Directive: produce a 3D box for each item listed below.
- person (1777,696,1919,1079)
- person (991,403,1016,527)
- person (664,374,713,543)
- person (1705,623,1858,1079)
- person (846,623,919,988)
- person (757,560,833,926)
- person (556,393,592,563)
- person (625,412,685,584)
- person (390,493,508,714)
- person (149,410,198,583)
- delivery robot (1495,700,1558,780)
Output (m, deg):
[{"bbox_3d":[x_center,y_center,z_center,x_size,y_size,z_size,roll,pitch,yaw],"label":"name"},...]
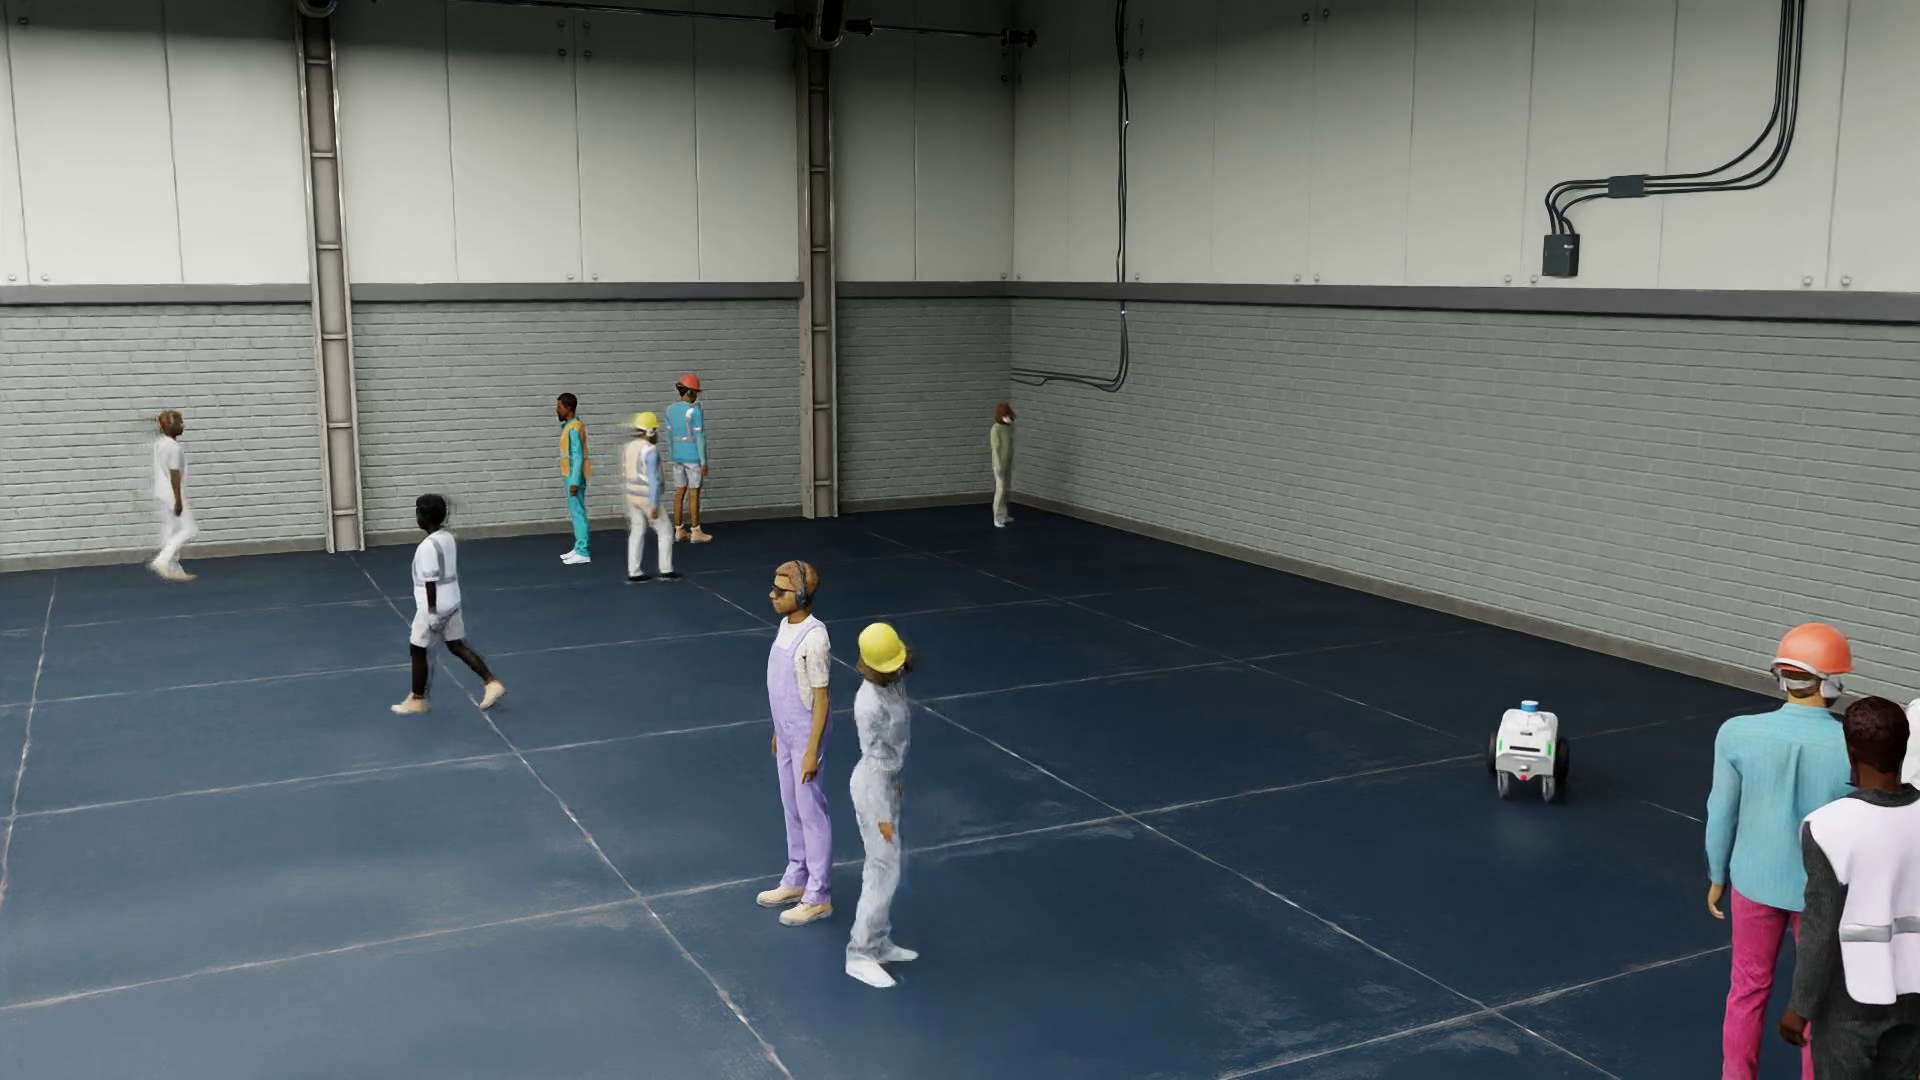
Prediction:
[{"bbox_3d":[2.960,1.460,5.425,0.589,1.915,0.399,-3,10,-16],"label":"person"},{"bbox_3d":[0.612,-0.969,21.365,0.334,1.597,0.672,6,11,31],"label":"person"},{"bbox_3d":[-3.269,-0.979,20.088,0.605,2.033,0.392,7,11,36],"label":"person"},{"bbox_3d":[3.110,1.293,6.209,0.613,1.991,0.392,7,11,35],"label":"person"},{"bbox_3d":[-0.372,1.196,7.730,0.351,1.700,0.532,1,9,5],"label":"person"},{"bbox_3d":[-0.822,1.010,8.406,0.345,1.847,0.507,-5,10,-28],"label":"person"},{"bbox_3d":[-4.329,-0.698,18.705,0.372,1.916,0.596,-3,10,-16],"label":"person"},{"bbox_3d":[-3.198,-0.438,17.445,0.720,1.804,0.622,-7,12,-39],"label":"person"},{"bbox_3d":[-3.788,0.475,12.264,0.816,1.663,0.536,1,9,4],"label":"person"},{"bbox_3d":[-8.242,-0.443,17.381,0.501,1.834,0.443,9,13,44],"label":"person"},{"bbox_3d":[3.597,1.261,10.535,0.477,0.478,0.707,4,10,21],"label":"delivery robot"}]
